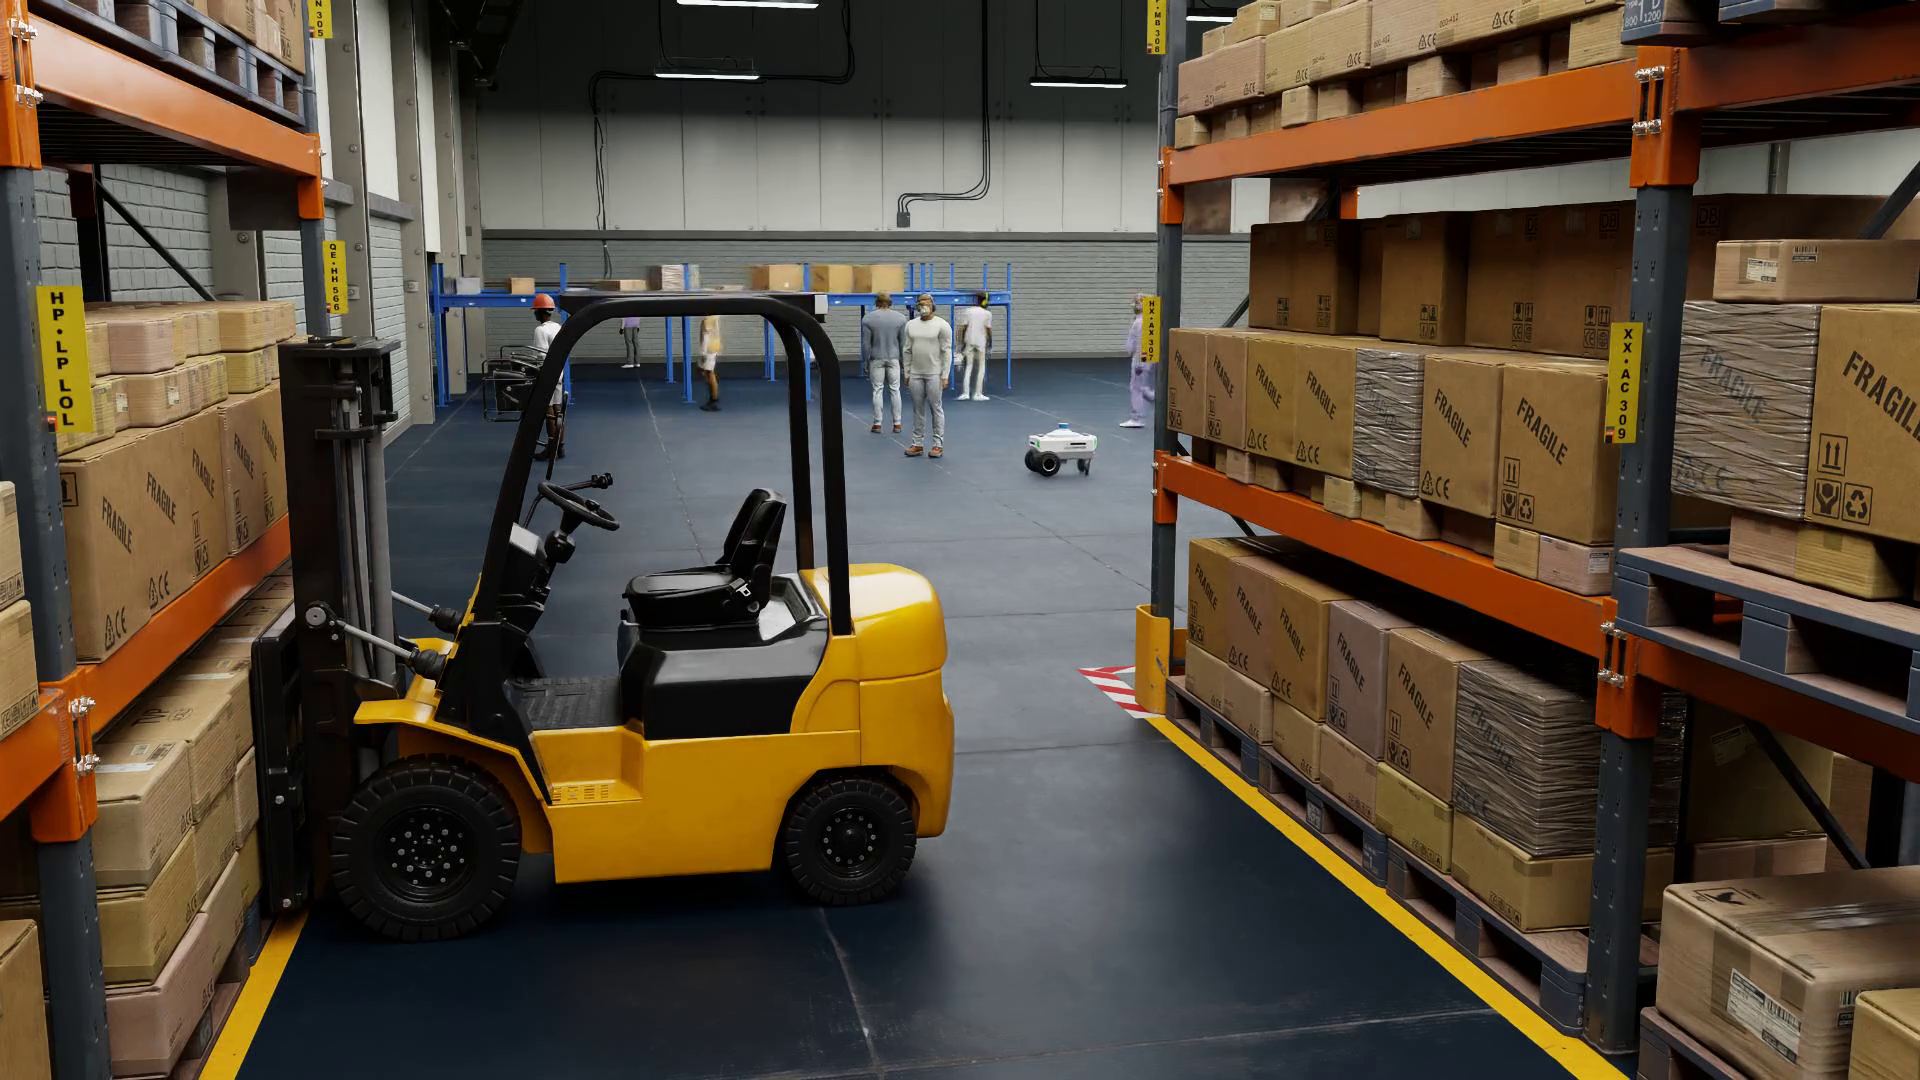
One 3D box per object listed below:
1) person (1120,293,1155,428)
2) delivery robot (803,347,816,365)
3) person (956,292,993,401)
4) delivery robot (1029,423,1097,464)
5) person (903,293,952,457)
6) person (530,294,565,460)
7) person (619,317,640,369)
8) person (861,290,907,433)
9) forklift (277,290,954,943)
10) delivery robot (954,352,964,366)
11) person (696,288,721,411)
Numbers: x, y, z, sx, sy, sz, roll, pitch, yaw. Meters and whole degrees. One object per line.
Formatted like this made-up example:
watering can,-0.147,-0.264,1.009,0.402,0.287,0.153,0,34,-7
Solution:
person,2.590,-2.523,23.401,0.576,1.889,0.645,2,9,10
delivery robot,-3.241,-4.098,36.886,0.707,0.478,0.477,2,10,12
person,0.237,-3.284,28.211,0.653,1.838,0.404,4,10,24
delivery robot,1.131,-1.041,18.255,0.707,0.478,0.477,-2,10,-14
person,-0.403,-1.965,19.833,0.635,1.939,0.362,5,11,28
person,-4.853,-1.914,19.527,0.358,1.937,0.548,2,9,11
person,-7.386,-4.801,37.167,0.375,1.924,0.585,6,11,31
person,-1.038,-2.441,22.747,0.629,1.936,0.374,-2,9,-10
forklift,-1.179,0.175,6.143,2.313,2.155,1.214,-2,10,-12
delivery robot,-0.274,-3.898,35.669,0.707,0.478,0.477,1,9,4
person,-3.984,-3.000,26.186,0.419,1.920,0.586,-1,9,-4
